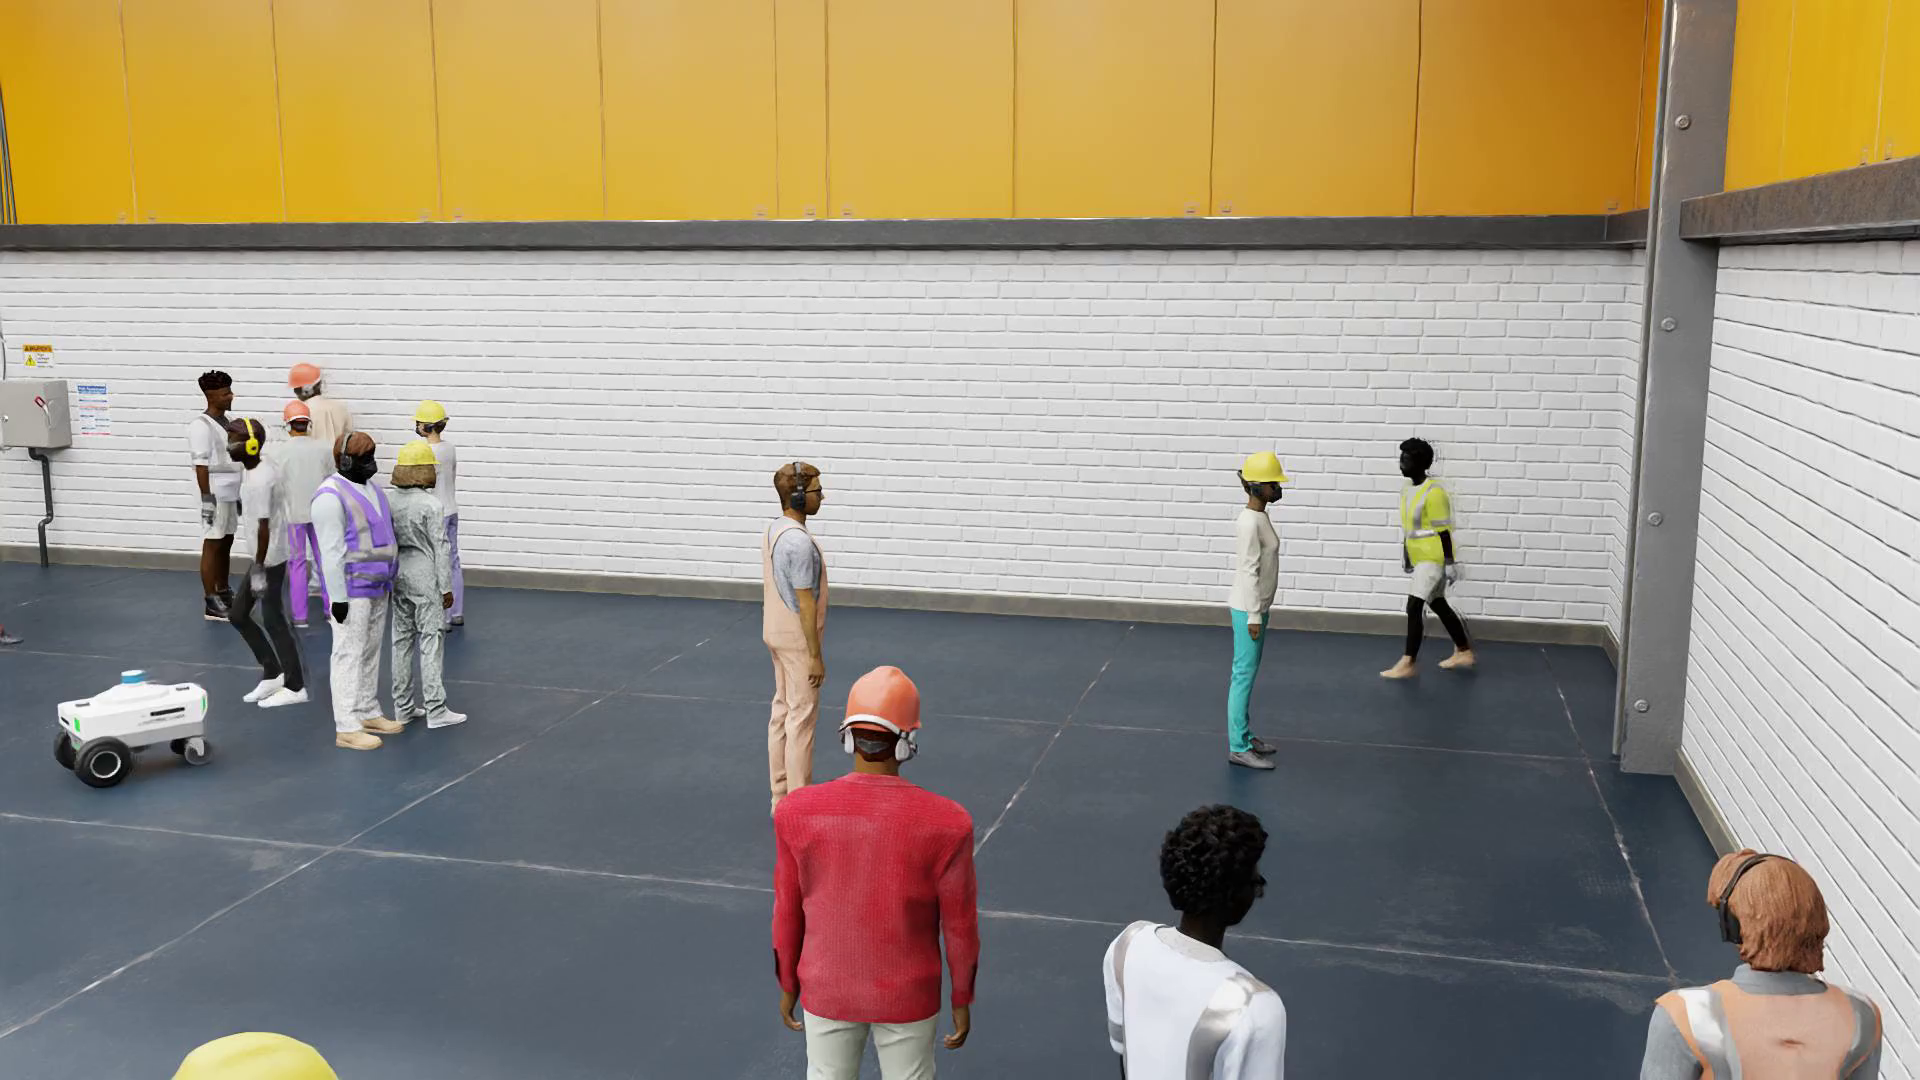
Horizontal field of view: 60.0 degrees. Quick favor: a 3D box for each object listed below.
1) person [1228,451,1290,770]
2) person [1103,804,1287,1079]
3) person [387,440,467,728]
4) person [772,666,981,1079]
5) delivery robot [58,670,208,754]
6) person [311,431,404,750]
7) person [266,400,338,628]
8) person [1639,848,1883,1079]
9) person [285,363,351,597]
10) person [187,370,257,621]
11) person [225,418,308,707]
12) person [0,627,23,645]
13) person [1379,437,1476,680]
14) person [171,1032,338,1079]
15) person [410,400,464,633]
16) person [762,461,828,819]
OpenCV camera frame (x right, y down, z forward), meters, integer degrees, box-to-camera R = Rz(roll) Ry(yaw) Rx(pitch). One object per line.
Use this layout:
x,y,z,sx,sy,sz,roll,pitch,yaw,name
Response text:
1.664,0.383,9.322,0.314,1.769,0.524,2,10,14,person
0.503,1.395,3.597,0.319,1.690,0.536,-6,11,-30,person
-3.269,0.266,10.084,0.492,1.741,0.312,4,11,24,person
-0.227,1.205,4.572,0.573,1.738,0.354,1,10,5,person
-4.554,0.965,9.184,0.707,0.478,0.477,-8,13,-41,delivery robot
-3.493,0.281,9.703,0.429,1.841,0.634,1,10,6,person
-5.063,-0.206,12.829,0.572,1.749,0.342,-9,13,-43,person
1.635,1.445,3.467,0.528,1.630,0.319,-1,10,-8,person
-5.329,-0.494,13.942,0.485,1.971,0.674,5,11,25,person
-5.829,-0.359,13.103,0.372,1.966,0.608,0,10,-1,person
-4.405,0.150,10.454,0.530,1.847,0.551,-5,11,-29,person
-7.395,-0.081,12.173,0.884,1.726,0.533,-1,10,-4,person
3.219,0.119,11.246,0.739,1.650,0.540,-1,10,-5,person
-0.914,1.542,2.308,0.599,1.830,0.404,7,12,35,person
-3.971,-0.175,12.605,0.303,1.772,0.525,1,10,8,person
-0.795,0.527,8.247,0.345,1.846,0.507,-4,11,-25,person
